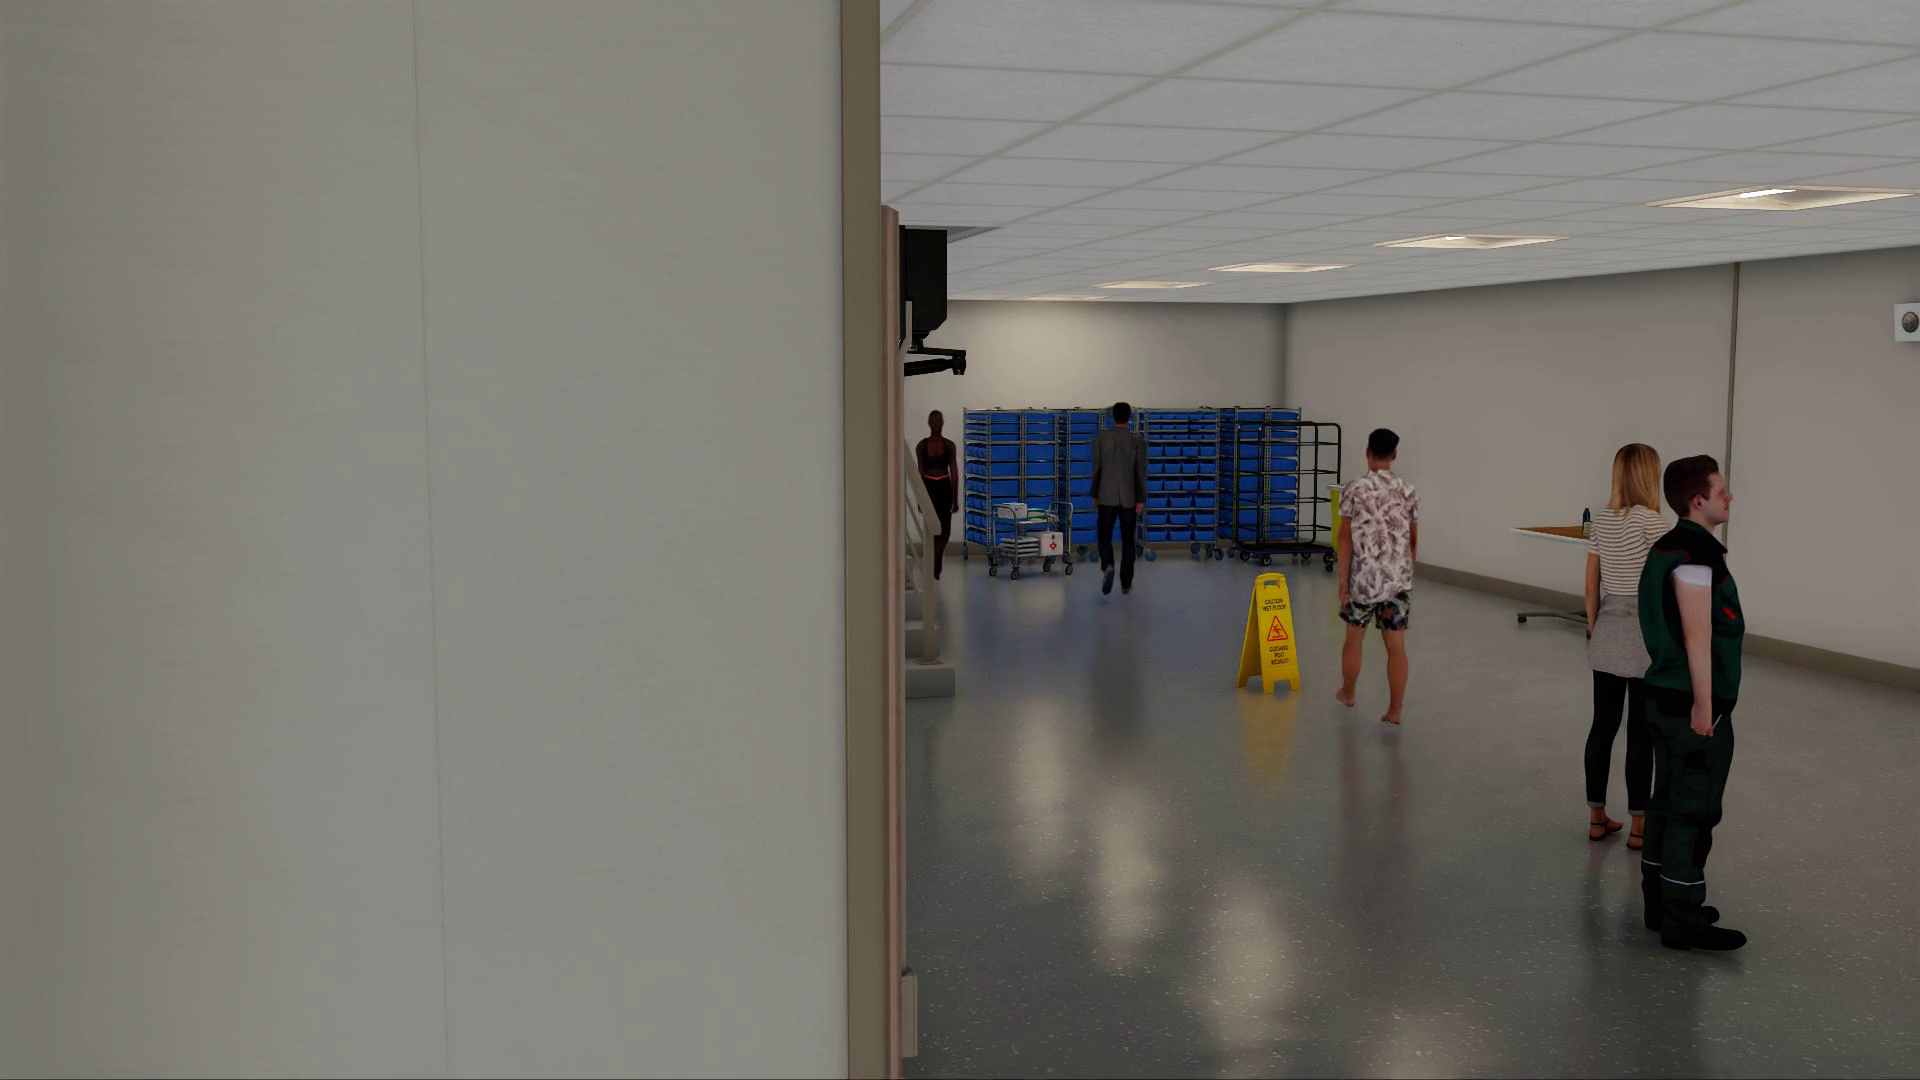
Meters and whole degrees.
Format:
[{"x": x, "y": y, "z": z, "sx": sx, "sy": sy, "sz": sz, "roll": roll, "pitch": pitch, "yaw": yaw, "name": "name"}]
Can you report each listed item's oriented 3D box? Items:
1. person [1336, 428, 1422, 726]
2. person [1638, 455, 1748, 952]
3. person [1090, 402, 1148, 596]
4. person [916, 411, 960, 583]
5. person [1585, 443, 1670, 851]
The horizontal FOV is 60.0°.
[{"x": 2.547, "y": 0.256, "z": 9.994, "sx": 0.893, "sy": 1.767, "sz": 1.237, "roll": 0, "pitch": 6, "yaw": 2, "name": "person"}, {"x": 2.746, "y": 0.592, "z": 6.253, "sx": 0.777, "sy": 1.843, "sz": 0.650, "roll": 1, "pitch": 6, "yaw": 5, "name": "person"}, {"x": 1.493, "y": -0.371, "z": 15.816, "sx": 0.926, "sy": 1.850, "sz": 1.147, "roll": 1, "pitch": 6, "yaw": 7, "name": "person"}, {"x": -0.231, "y": -0.445, "z": 17.164, "sx": 0.752, "sy": 1.728, "sz": 1.167, "roll": 0, "pitch": 6, "yaw": -4, "name": "person"}, {"x": 3.033, "y": 0.473, "z": 7.542, "sx": 0.724, "sy": 1.826, "sz": 0.563, "roll": -3, "pitch": 7, "yaw": -31, "name": "person"}]
